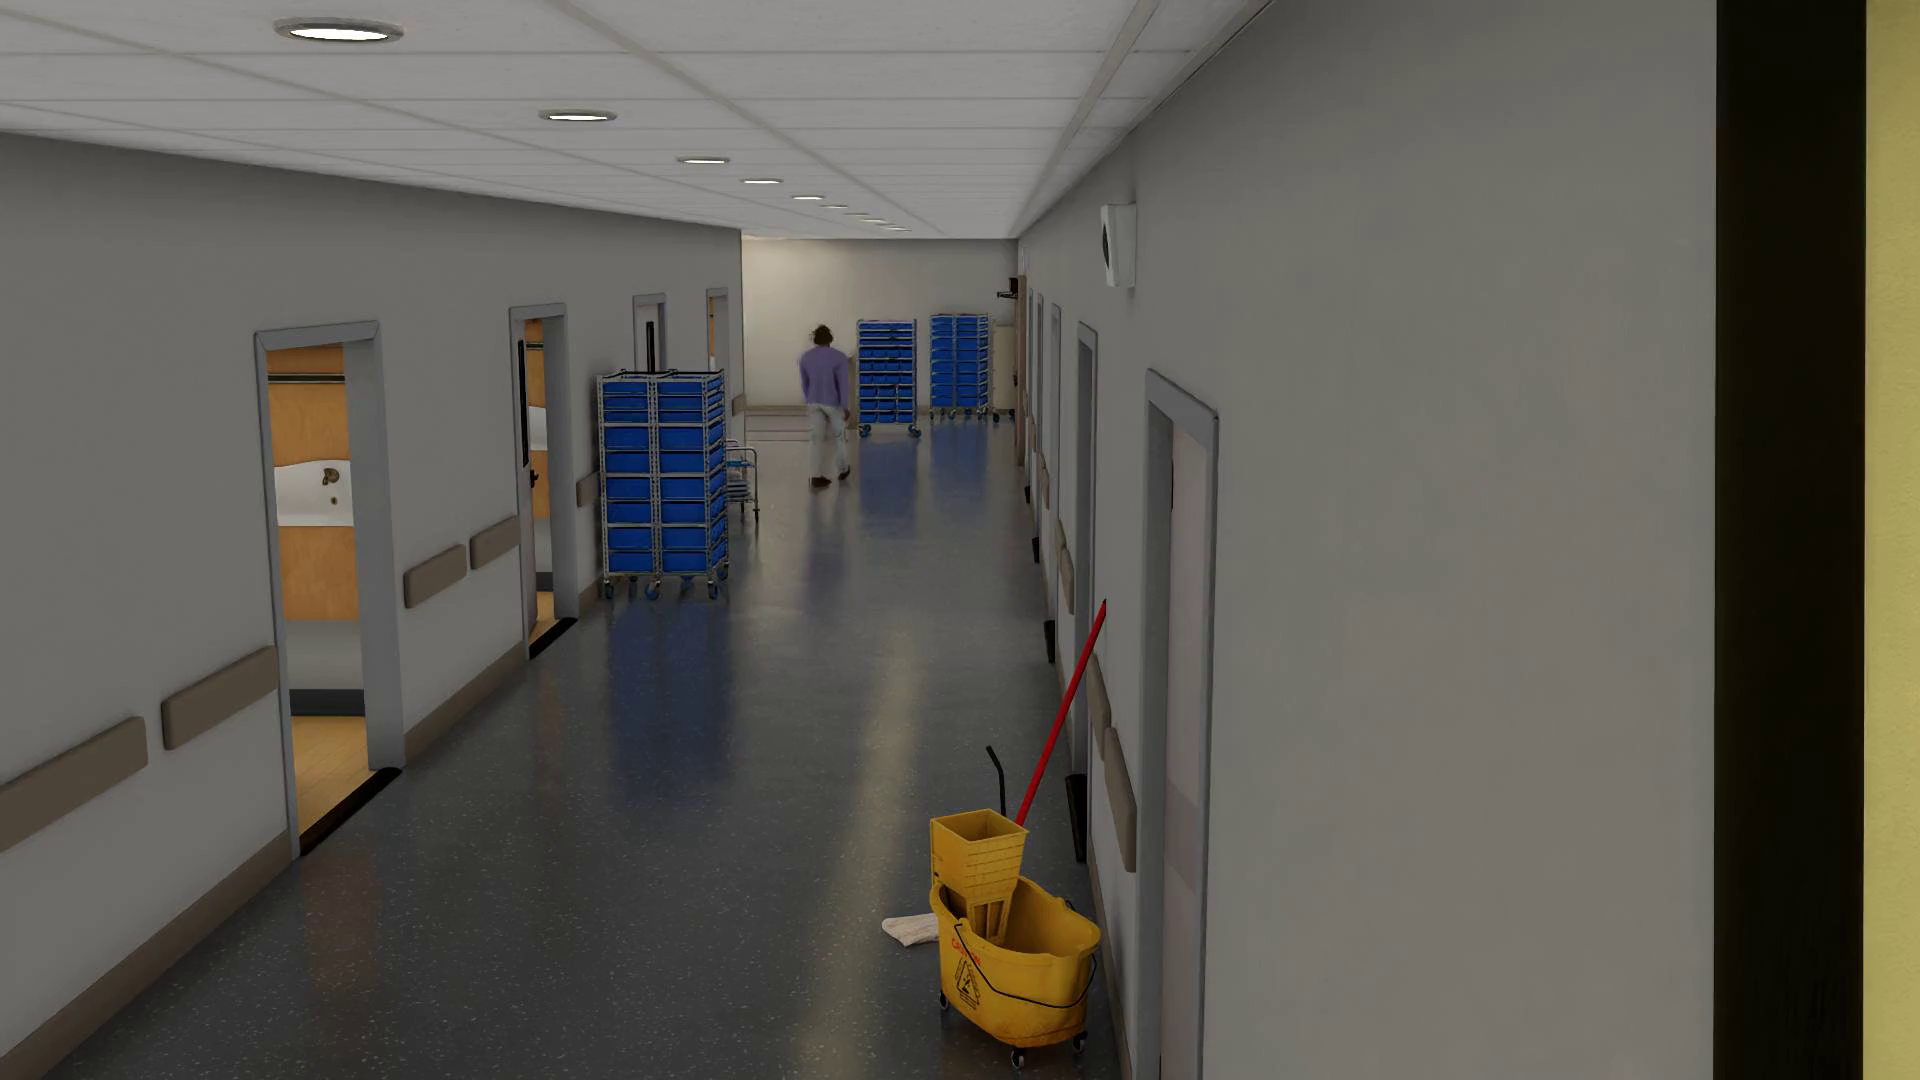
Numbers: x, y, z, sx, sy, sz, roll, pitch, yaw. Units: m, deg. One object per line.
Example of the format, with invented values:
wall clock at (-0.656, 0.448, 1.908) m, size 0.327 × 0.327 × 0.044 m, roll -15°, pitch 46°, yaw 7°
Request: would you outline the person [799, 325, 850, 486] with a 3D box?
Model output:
person at (-1.583, -1.596, 19.708) m, size 0.647 × 1.883 × 0.977 m, roll 3°, pitch 10°, yaw 15°
